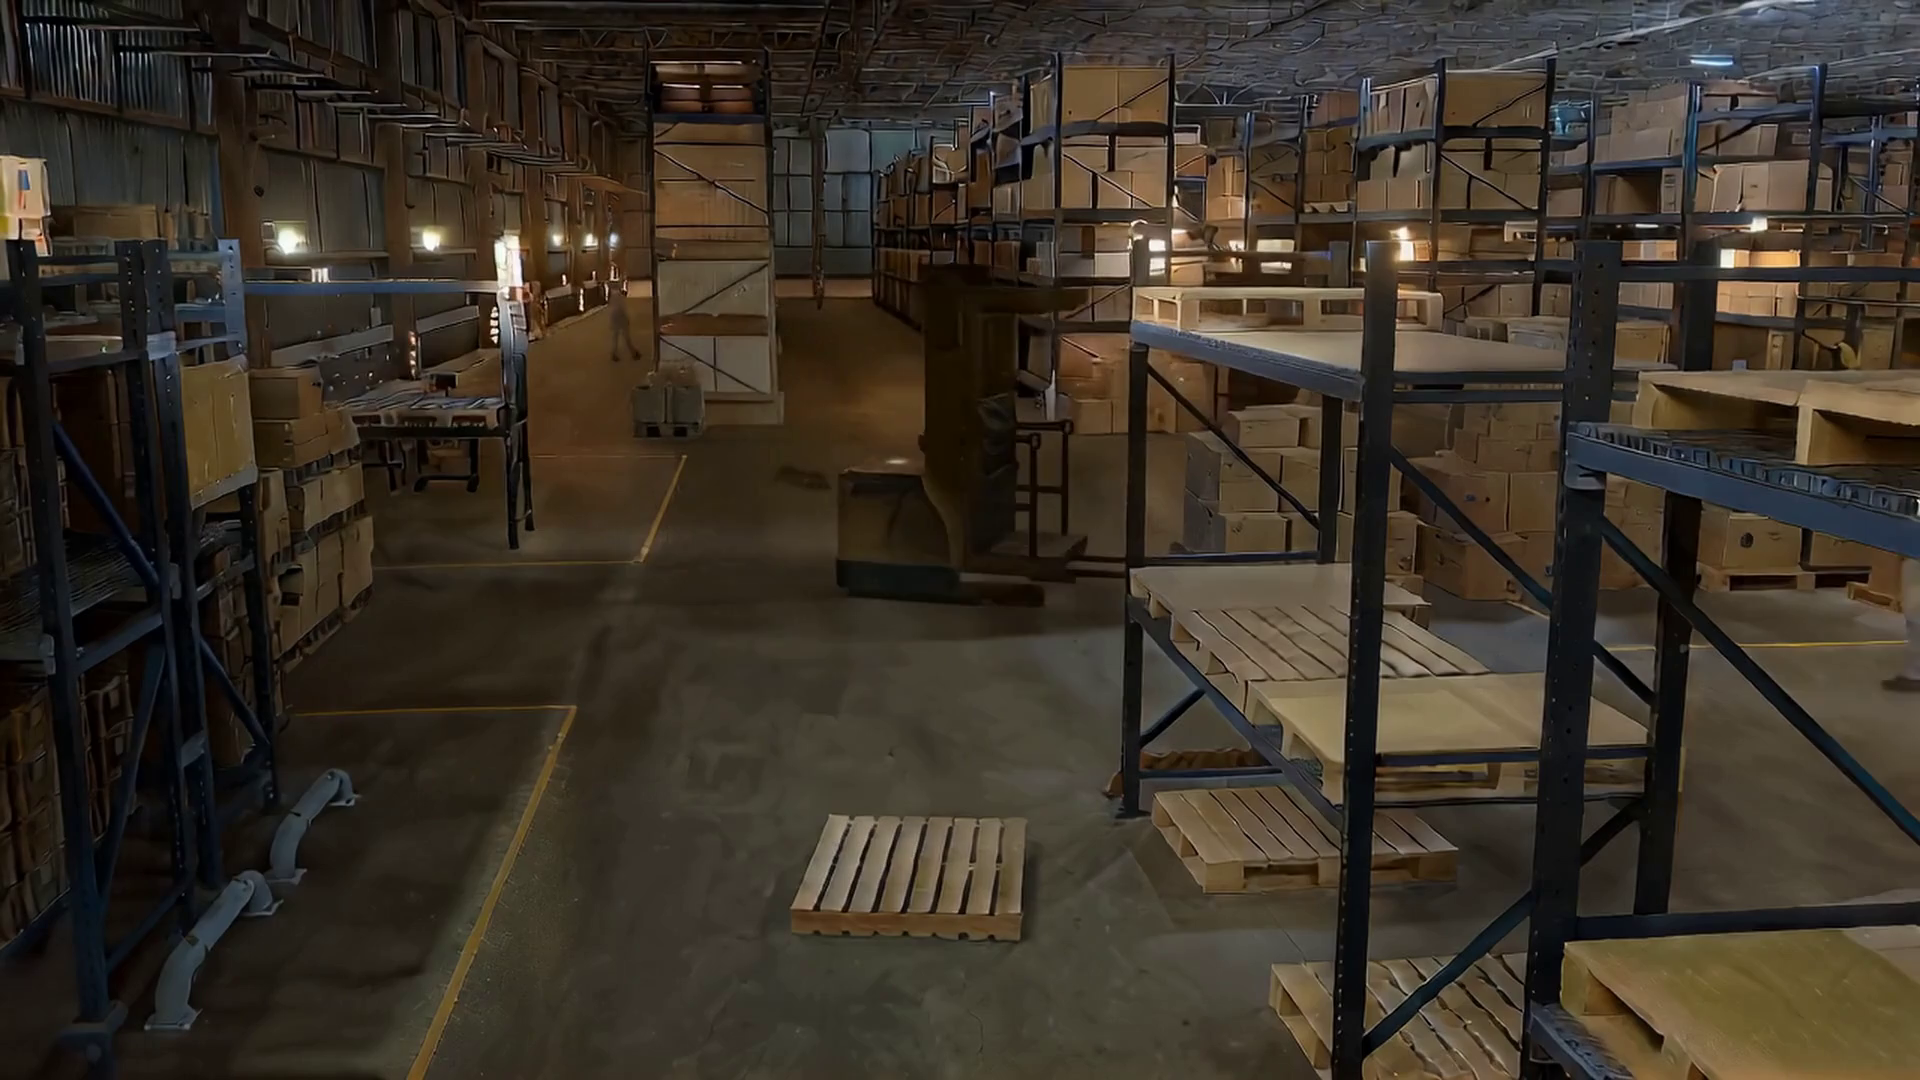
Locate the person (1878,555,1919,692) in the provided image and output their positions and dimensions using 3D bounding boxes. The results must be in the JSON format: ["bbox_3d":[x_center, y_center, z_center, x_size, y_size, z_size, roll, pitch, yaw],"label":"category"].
[{"bbox_3d":[6.496,0.093,11.061,0.504,1.925,0.644,0,10,2],"label":"person"}]

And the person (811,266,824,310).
[{"bbox_3d":[-6.193,-10.937,72.305,0.561,1.884,0.980,-3,11,-15],"label":"person"}]

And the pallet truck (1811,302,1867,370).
[{"bbox_3d":[15.846,-3.142,28.793,1.885,1.965,0.823,2,10,12],"label":"pallet truck"}]

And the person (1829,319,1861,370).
[{"bbox_3d":[12.590,-2.186,23.714,0.587,1.920,0.392,-6,12,-30],"label":"person"}]

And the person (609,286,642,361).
[{"bbox_3d":[-8.503,-5.465,42.024,0.678,1.856,0.965,6,12,30],"label":"person"}]

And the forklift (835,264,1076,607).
[{"bbox_3d":[-0.044,-0.948,14.184,1.873,2.768,1.129,3,11,18],"label":"forklift"}]

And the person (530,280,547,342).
[{"bbox_3d":[-12.587,-6.843,49.759,0.560,1.837,0.388,3,11,15],"label":"person"}]

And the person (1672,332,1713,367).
[{"bbox_3d":[11.525,-2.665,26.222,0.432,1.981,0.628,-8,13,-37],"label":"person"}]

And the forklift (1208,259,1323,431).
[{"bbox_3d":[4.817,-3.013,25.626,1.129,2.768,1.873,8,13,38],"label":"forklift"}]
